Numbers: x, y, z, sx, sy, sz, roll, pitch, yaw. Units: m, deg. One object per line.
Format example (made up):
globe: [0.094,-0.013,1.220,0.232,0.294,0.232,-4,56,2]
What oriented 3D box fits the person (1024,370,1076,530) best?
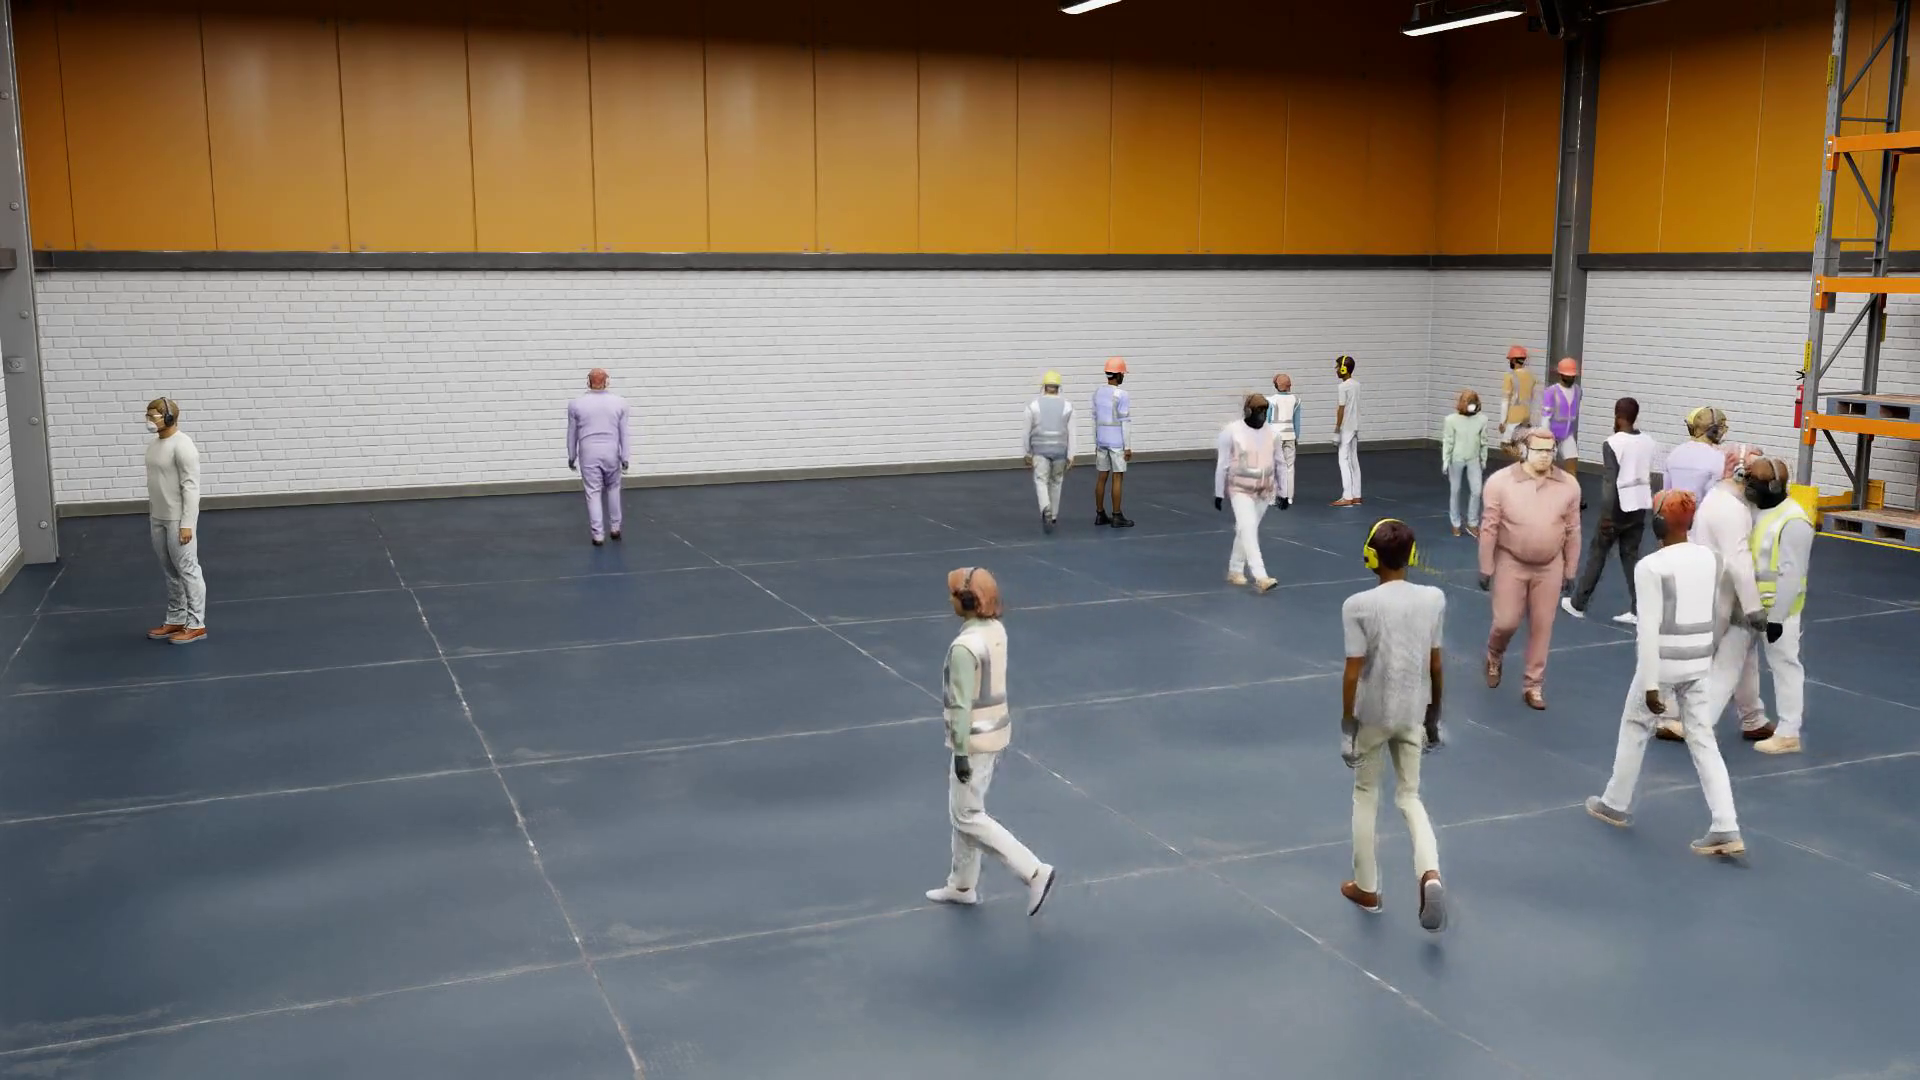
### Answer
person: [1.013,-1.002,18.643,0.583,1.801,0.772,-1,9,-4]

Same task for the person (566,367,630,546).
person: [-3.880,-0.904,17.821,0.650,1.878,0.821,-3,10,-18]

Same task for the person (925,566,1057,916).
person: [0.136,0.921,7.537,0.610,1.621,0.522,4,10,21]

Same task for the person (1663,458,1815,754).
person: [4.751,0.409,10.054,0.842,1.805,0.653,-1,9,-7]

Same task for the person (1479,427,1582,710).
person: [3.839,0.172,11.249,0.669,1.892,0.530,1,9,5]

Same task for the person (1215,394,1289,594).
person: [2.704,-0.424,15.157,0.649,1.787,0.964,-4,10,-23]

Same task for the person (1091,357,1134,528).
person: [1.744,-1.108,18.866,0.357,1.937,0.551,-8,13,-41]

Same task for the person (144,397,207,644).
person: [-6.202,-0.156,13.100,0.631,1.940,0.372,7,12,37]

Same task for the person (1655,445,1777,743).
person: [4.768,0.359,10.188,0.895,1.873,0.660,5,10,26]

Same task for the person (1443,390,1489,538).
person: [5.506,-0.826,18.117,0.518,1.614,0.550,0,9,3]

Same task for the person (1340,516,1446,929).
person: [1.958,0.821,7.452,0.529,1.852,0.674,-1,9,-8]

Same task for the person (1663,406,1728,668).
person: [5.427,-0.018,12.264,0.353,1.936,0.635,-2,10,-14]

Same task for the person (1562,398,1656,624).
person: [5.446,-0.246,13.862,0.665,1.866,0.818,-6,11,-30]

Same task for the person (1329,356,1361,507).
person: [4.784,-1.342,20.547,0.351,1.857,0.510,7,12,36]

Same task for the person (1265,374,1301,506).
person: [3.965,-1.233,20.548,0.514,1.634,0.313,-3,10,-19]

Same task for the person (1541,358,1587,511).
person: [7.248,-1.277,20.123,0.552,1.863,1.068,-3,10,-16]

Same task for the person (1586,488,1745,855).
person: [3.666,0.658,8.488,0.578,1.843,0.964,-3,10,-18]

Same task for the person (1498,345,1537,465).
person: [7.422,-1.624,22.055,0.562,1.918,0.609,-6,11,-31]

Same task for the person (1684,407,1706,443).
person: [6.275,-0.253,14.207,0.313,1.767,0.533,-1,9,-3]
